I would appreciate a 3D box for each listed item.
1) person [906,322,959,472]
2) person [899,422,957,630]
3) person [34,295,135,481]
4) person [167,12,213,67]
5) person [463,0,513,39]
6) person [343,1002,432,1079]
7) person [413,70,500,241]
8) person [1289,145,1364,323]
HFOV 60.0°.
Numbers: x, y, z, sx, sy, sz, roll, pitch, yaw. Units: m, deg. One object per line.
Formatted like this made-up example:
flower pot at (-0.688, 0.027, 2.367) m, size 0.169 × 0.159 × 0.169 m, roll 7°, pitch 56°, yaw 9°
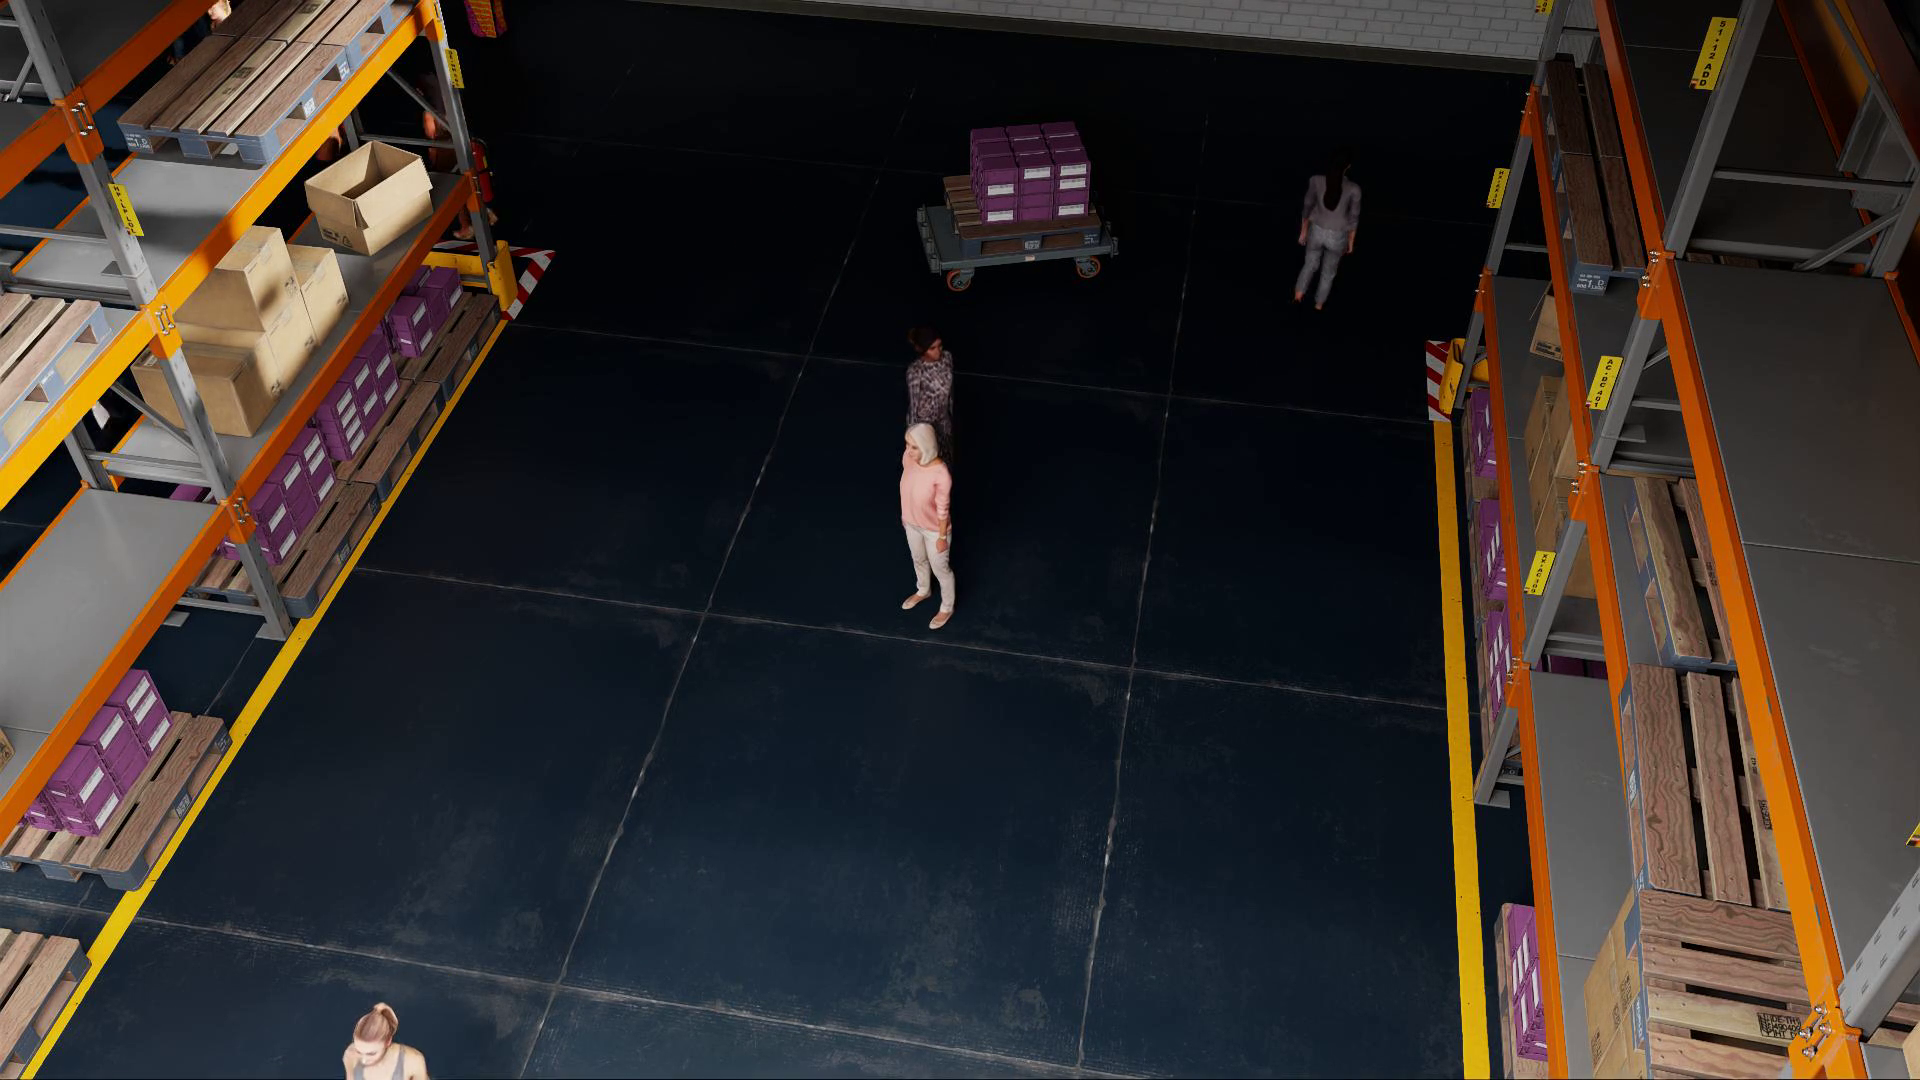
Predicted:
person at (-0.266, -0.868, 11.865) m, size 0.767 × 1.704 × 0.827 m, roll -26°, pitch 49°, yaw -24°
person at (-0.209, -0.129, 11.076) m, size 0.696 × 1.722 × 0.671 m, roll -35°, pitch 53°, yaw -31°
person at (-6.371, -1.154, 12.040) m, size 0.777 × 1.876 × 1.061 m, roll 12°, pitch 45°, yaw 13°
person at (-7.651, -5.294, 16.553) m, size 0.954 × 1.647 × 1.071 m, roll 23°, pitch 48°, yaw 22°
person at (-5.078, -6.131, 17.406) m, size 0.670 × 1.682 × 0.679 m, roll 2°, pitch 44°, yaw 2°
person at (-2.675, 2.721, 8.130) m, size 0.643 × 1.660 × 1.124 m, roll 10°, pitch 45°, yaw 10°
person at (-4.361, -3.306, 14.445) m, size 0.655 × 1.675 × 0.654 m, roll 9°, pitch 44°, yaw 10°
person at (2.958, -2.419, 13.522) m, size 0.778 × 1.663 × 0.908 m, roll 22°, pitch 48°, yaw 22°
